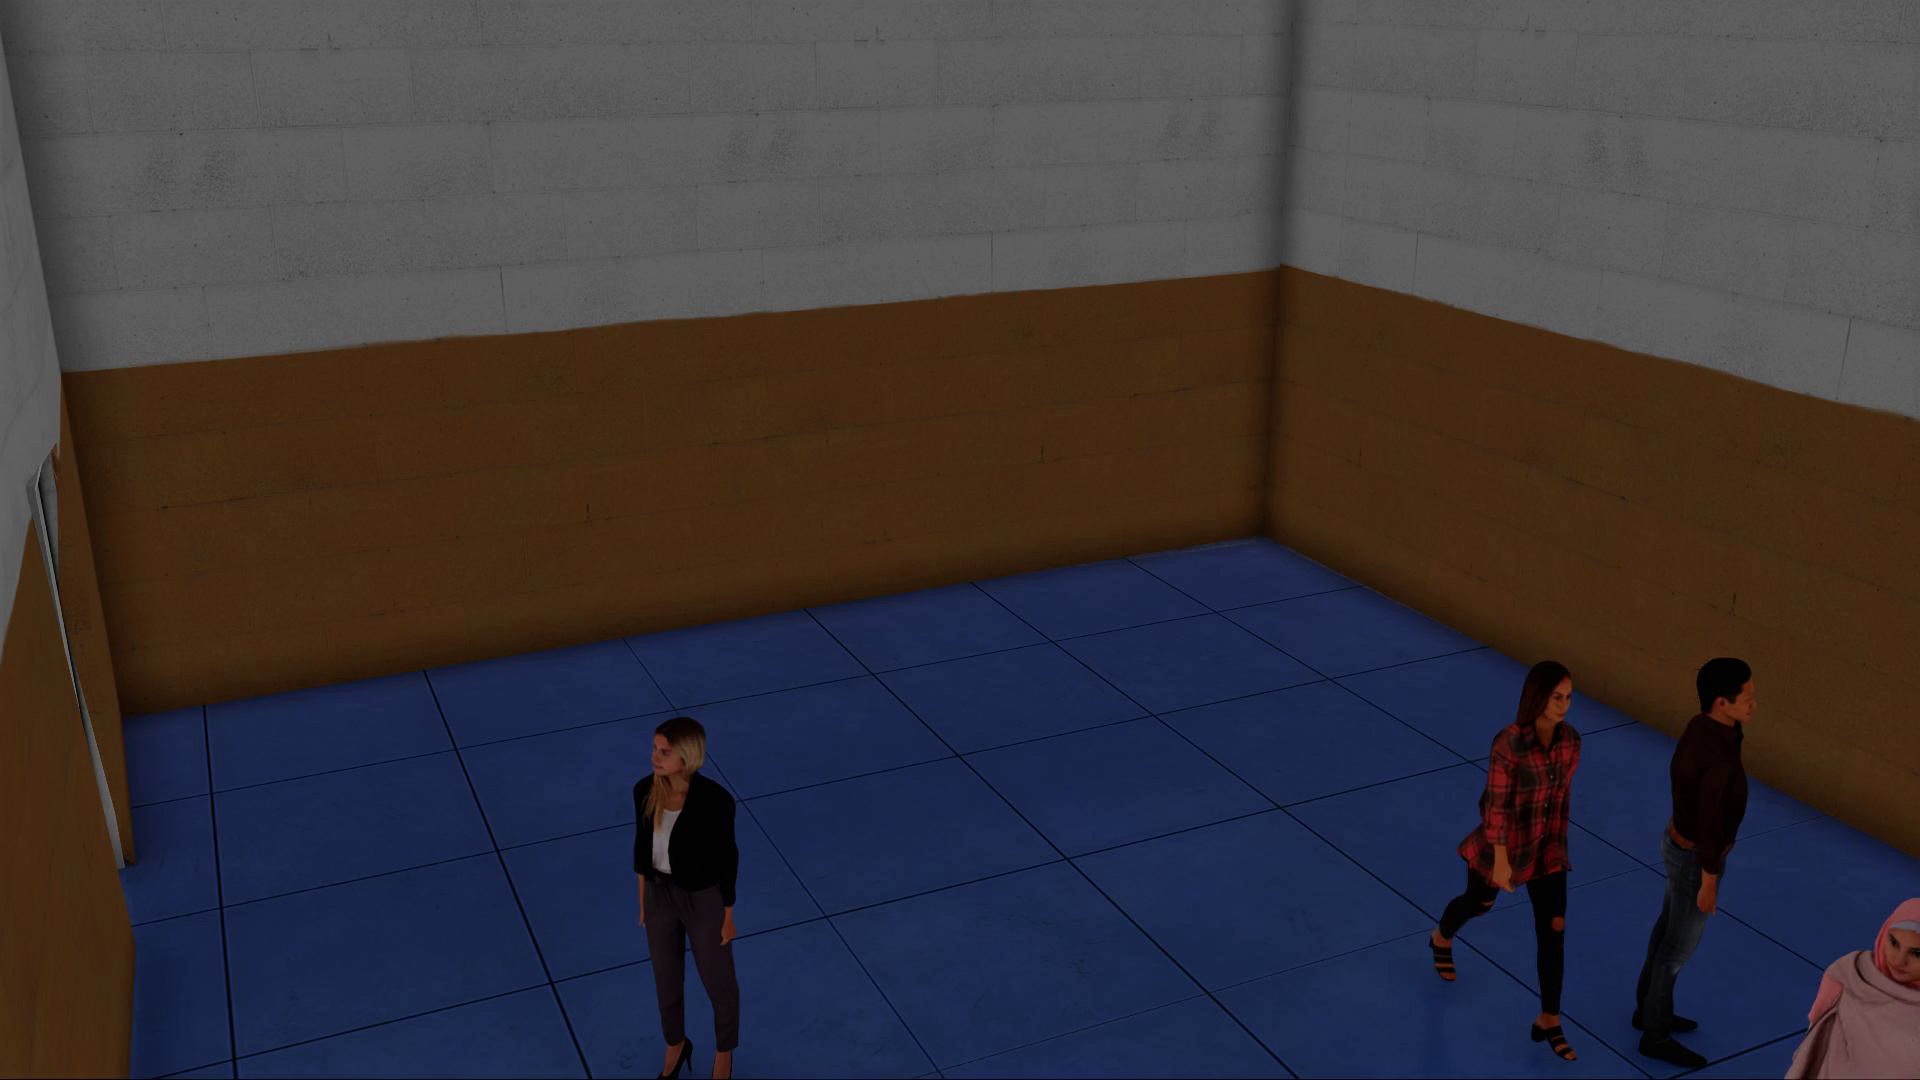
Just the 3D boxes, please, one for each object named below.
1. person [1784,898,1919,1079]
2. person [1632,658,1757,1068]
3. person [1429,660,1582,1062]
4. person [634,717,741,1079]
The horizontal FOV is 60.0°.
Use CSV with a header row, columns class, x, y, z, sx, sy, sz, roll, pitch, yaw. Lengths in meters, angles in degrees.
class,x,y,z,sx,sy,sz,roll,pitch,yaw
person,2.809,1.878,5.163,1.159,1.781,0.851,-16,25,-40
person,3.021,1.306,6.864,0.752,1.779,0.705,6,19,17
person,2.315,1.294,7.084,1.082,1.662,0.783,-6,19,-16
person,-1.071,1.458,6.584,0.676,1.670,0.737,6,20,18
